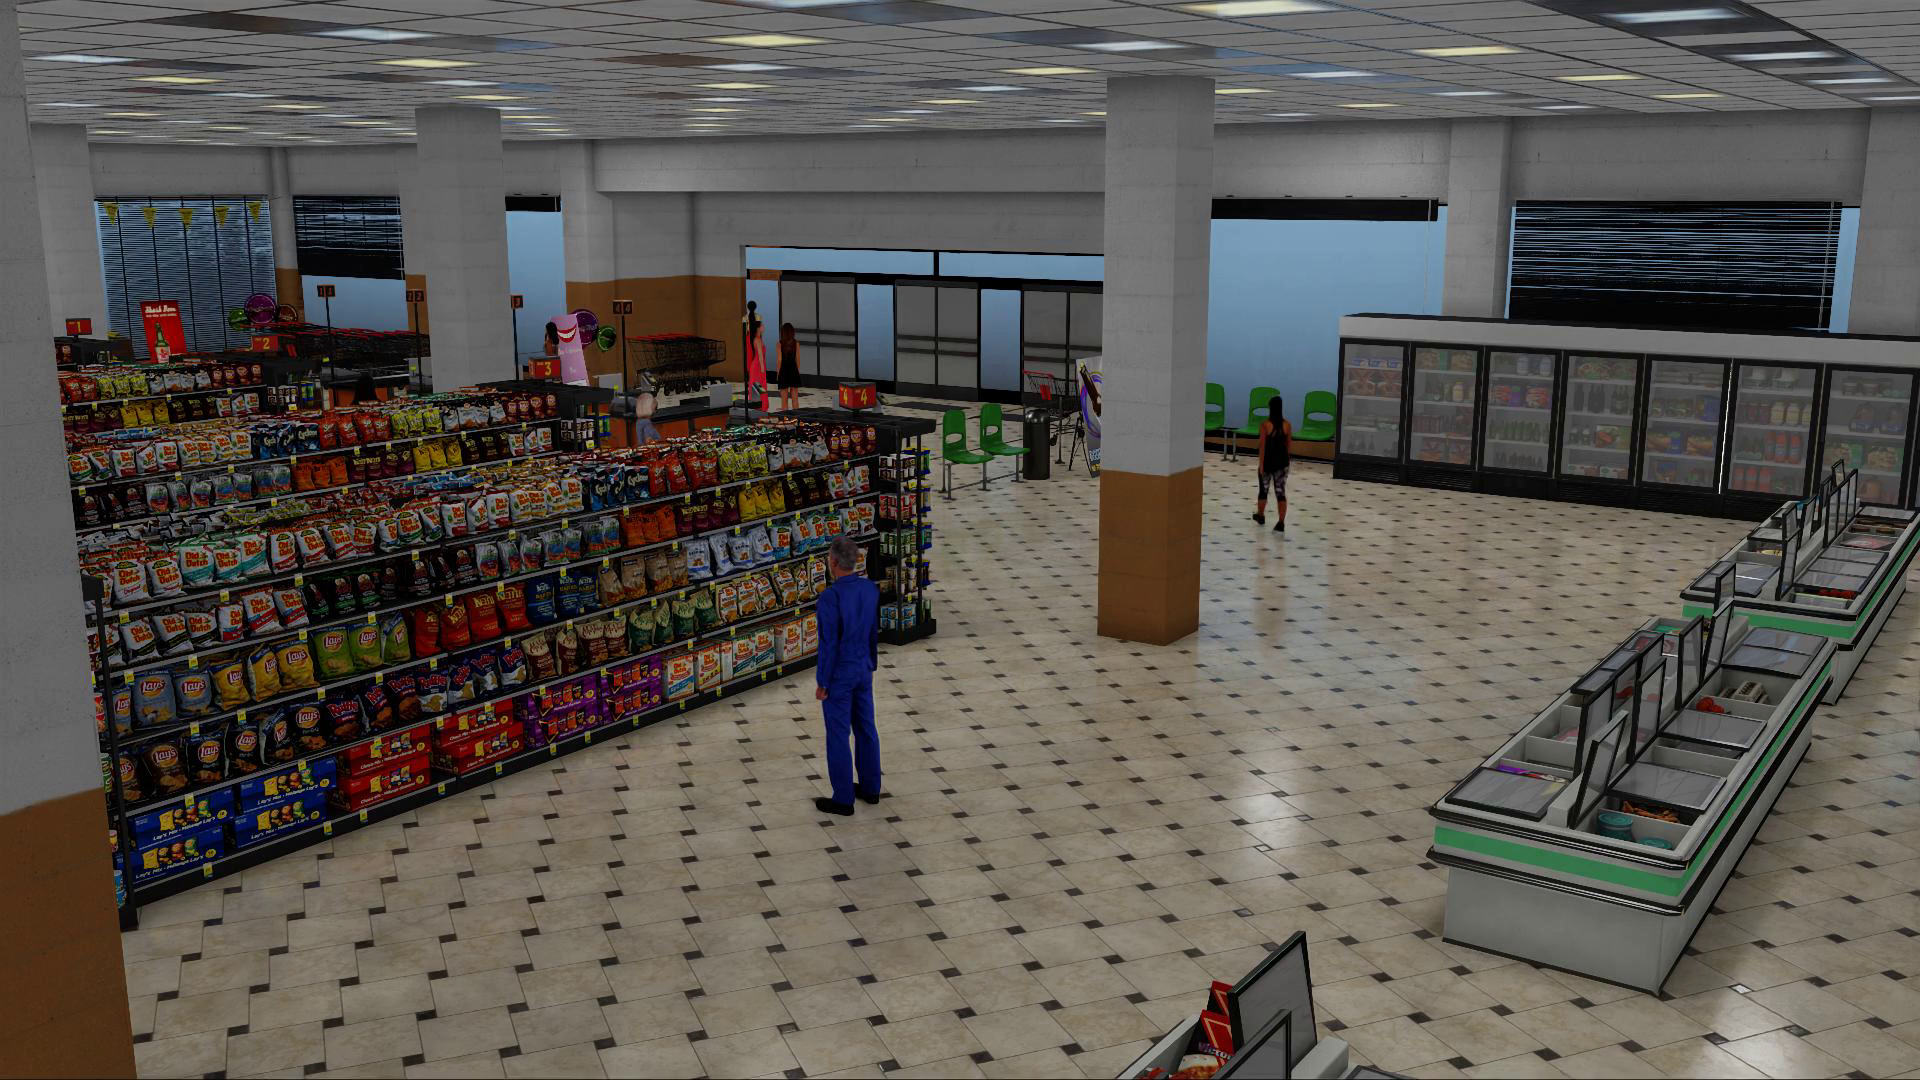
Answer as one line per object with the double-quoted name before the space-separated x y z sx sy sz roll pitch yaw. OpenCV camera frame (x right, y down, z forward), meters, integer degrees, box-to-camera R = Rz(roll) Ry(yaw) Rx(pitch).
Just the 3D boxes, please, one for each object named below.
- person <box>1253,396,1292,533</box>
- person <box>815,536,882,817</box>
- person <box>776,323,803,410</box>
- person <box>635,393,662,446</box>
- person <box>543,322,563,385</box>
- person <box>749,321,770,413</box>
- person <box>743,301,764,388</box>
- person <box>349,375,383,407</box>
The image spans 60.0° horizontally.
"person" 3.762 -0.866 19.729 1.074 1.614 1.129 -2 12 -10
"person" -0.739 0.881 10.919 0.803 1.827 0.488 9 15 37
"person" -2.909 -2.764 28.211 0.625 1.835 0.722 -5 13 -22
"person" -3.736 -0.861 19.467 0.686 1.712 0.660 -6 13 -25
"person" -7.534 -3.217 30.819 0.785 1.645 0.642 1 12 7
"person" -3.643 -3.102 30.079 0.747 1.726 0.714 -4 13 -19
"person" -4.296 -4.076 34.540 0.634 1.793 0.739 -5 13 -23
"person" -7.634 -1.286 21.504 0.667 1.706 0.734 -2 12 -11
